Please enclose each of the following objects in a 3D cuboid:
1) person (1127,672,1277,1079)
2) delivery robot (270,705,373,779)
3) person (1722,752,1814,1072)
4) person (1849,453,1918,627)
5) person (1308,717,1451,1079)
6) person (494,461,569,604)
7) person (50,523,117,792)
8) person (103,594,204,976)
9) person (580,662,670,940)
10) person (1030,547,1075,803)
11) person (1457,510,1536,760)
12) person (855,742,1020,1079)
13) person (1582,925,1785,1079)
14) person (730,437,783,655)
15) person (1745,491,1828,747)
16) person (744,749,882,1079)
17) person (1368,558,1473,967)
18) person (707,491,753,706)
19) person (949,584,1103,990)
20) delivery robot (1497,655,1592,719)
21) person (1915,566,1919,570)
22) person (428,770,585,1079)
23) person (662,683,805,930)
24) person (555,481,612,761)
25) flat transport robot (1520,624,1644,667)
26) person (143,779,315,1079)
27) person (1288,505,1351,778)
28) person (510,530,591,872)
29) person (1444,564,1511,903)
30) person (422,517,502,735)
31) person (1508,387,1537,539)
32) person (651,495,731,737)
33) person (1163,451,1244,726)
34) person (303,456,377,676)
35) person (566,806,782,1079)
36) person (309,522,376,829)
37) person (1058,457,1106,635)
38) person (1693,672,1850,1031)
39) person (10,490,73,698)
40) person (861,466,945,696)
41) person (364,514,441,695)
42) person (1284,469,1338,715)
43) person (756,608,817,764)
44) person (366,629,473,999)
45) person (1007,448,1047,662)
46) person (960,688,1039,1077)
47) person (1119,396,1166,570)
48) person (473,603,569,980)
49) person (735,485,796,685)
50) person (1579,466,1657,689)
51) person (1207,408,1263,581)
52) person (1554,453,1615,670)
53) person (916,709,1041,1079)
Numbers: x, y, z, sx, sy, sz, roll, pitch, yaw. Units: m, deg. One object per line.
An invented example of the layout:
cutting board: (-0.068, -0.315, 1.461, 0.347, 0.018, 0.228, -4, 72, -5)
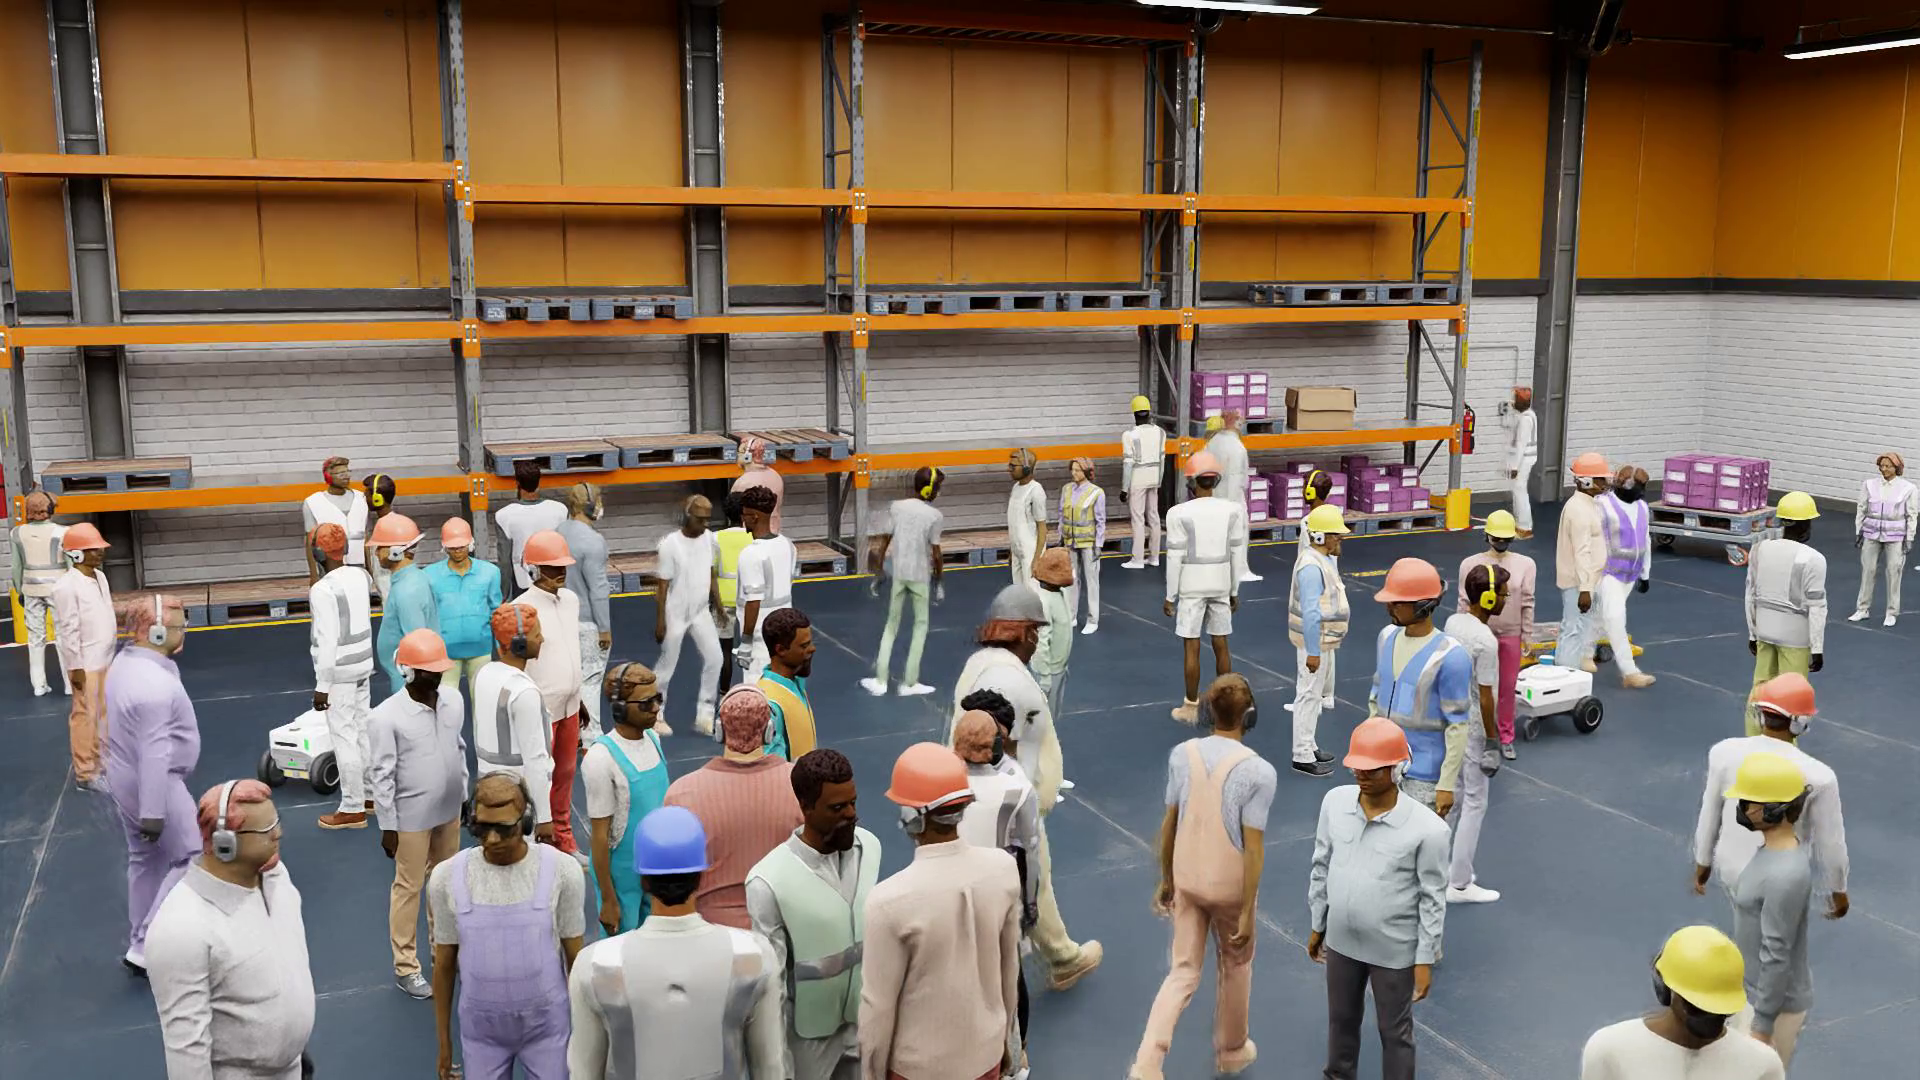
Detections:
person: (0.978, 1.456, 6.807, 0.529, 1.792, 0.915, 7, 12, 34)
delivery robot: (-4.213, 1.285, 11.014, 0.477, 0.478, 0.707, 4, 10, 19)
person: (2.855, 1.616, 5.939, 0.341, 1.755, 0.532, 4, 11, 22)
person: (8.686, -0.010, 15.628, 0.311, 1.638, 0.523, -9, 13, -41)
person: (1.579, 1.531, 6.411, 0.561, 1.753, 0.327, 9, 13, 42)
person: (-3.255, 0.353, 12.730, 0.588, 1.920, 0.398, -7, 12, -36)
person: (-5.669, 0.756, 10.873, 0.318, 1.756, 0.560, -1, 10, -4)
person: (-3.841, 1.192, 7.977, 0.412, 1.888, 0.671, -8, 13, -40)
person: (-1.346, 1.405, 6.877, 0.343, 1.847, 0.506, 3, 10, 17)
person: (0.599, 0.848, 10.692, 0.274, 1.635, 0.504, 3, 10, 18)
person: (3.687, 0.654, 11.464, 0.518, 1.756, 0.347, 1, 10, 5)
person: (-0.077, 1.613, 5.285, 0.612, 1.986, 0.406, -8, 13, -38)
person: (1.953, 1.873, 4.488, 0.547, 1.728, 0.746, 1, 10, 5)
person: (-1.802, 0.051, 14.493, 0.404, 1.911, 0.651, 5, 11, 25)
person: (5.500, 0.634, 11.079, 0.364, 1.930, 0.588, -4, 11, -24)
person: (-0.460, 1.610, 5.490, 0.391, 1.919, 0.590, 6, 12, 32)
person: (2.187, 1.091, 8.129, 0.372, 2.038, 0.614, -5, 11, -26)
person: (-1.685, 0.468, 12.700, 0.538, 1.697, 0.316, 0, 10, -2)
person: (0.192, 1.157, 7.749, 1.006, 2.000, 0.748, -3, 10, -18)
delivery robot: (4.275, 1.087, 12.159, 0.707, 0.478, 0.477, -5, 11, -29)
person: (10.684, -0.486, 18.105, 0.345, 1.738, 0.485, -1, 10, -6)
person: (-1.491, 1.643, 5.547, 0.511, 1.837, 0.354, -1, 10, -6)
person: (-0.798, 1.477, 6.290, 0.655, 1.906, 0.407, -2, 10, -14)
person: (-2.593, 0.557, 11.501, 0.354, 1.936, 0.635, -8, 13, -39)
flat transport robot: (5.114, 0.887, 14.394, 1.431, 0.197, 0.652, -3, 10, -18)
person: (-2.205, 1.670, 5.183, 0.399, 1.907, 0.642, 1, 10, 6)
person: (2.411, 0.665, 11.181, 0.403, 1.830, 0.600, 3, 10, 16)
person: (-2.263, 0.926, 9.206, 0.382, 1.993, 0.622, 4, 11, 21)
person: (2.755, 1.040, 8.975, 0.327, 1.853, 0.526, -2, 10, -10)
person: (-3.334, 0.708, 11.159, 0.573, 1.749, 0.342, -4, 11, -23)
person: (6.938, -0.960, 20.509, 0.338, 1.858, 0.745, 4, 11, 21)
person: (-1.954, 0.553, 11.974, 0.784, 1.783, 0.517, 8, 13, 39)
person: (1.788, 0.360, 12.331, 0.609, 2.043, 0.396, -3, 10, -15)
person: (-5.080, 0.230, 13.632, 0.378, 1.849, 0.569, 8, 13, 38)
person: (-0.819, 1.720, 4.814, 0.617, 1.937, 0.422, -3, 10, -15)
person: (-3.762, 0.819, 10.142, 0.337, 1.883, 0.585, 1, 10, 7)
person: (1.116, 0.044, 15.311, 0.514, 1.642, 0.310, 9, 13, 42)
person: (3.550, 1.413, 7.226, 0.897, 1.701, 0.592, -5, 11, -28)
person: (-7.180, 0.428, 13.099, 0.516, 1.640, 0.314, 0, 10, -1)
person: (-0.448, 0.326, 13.153, 0.683, 1.829, 0.436, 4, 11, 24)
person: (-3.237, 0.831, 9.757, 0.396, 1.992, 0.623, -3, 10, -15)
person: (2.691, 0.392, 12.647, 0.312, 1.869, 0.536, 8, 13, 40)
person: (-0.806, 1.247, 7.580, 0.392, 1.920, 0.593, 0, 10, -2)
person: (-2.521, 1.274, 7.904, 0.340, 1.747, 0.575, 5, 11, 27)
person: (0.561, 0.126, 14.252, 0.325, 1.843, 0.517, -4, 11, -24)
person: (0.122, 1.453, 7.030, 0.315, 1.696, 0.541, -6, 11, -30)
person: (2.003, -0.629, 18.375, 0.589, 1.923, 0.383, -7, 12, -34)
person: (-2.078, 1.222, 7.823, 0.337, 1.882, 0.584, -8, 13, -38)
person: (-1.316, 0.607, 11.126, 0.361, 1.964, 0.616, 4, 11, 21)
person: (5.377, 0.278, 13.583, 0.654, 1.777, 0.974, -4, 11, -24)
person: (2.749, -0.463, 17.603, 0.894, 1.875, 0.649, -4, 10, -19)
person: (4.731, 0.326, 12.668, 0.376, 1.995, 0.608, 2, 10, 14)
person: (0.076, 1.500, 6.923, 0.525, 1.639, 0.307, 2, 10, 11)
